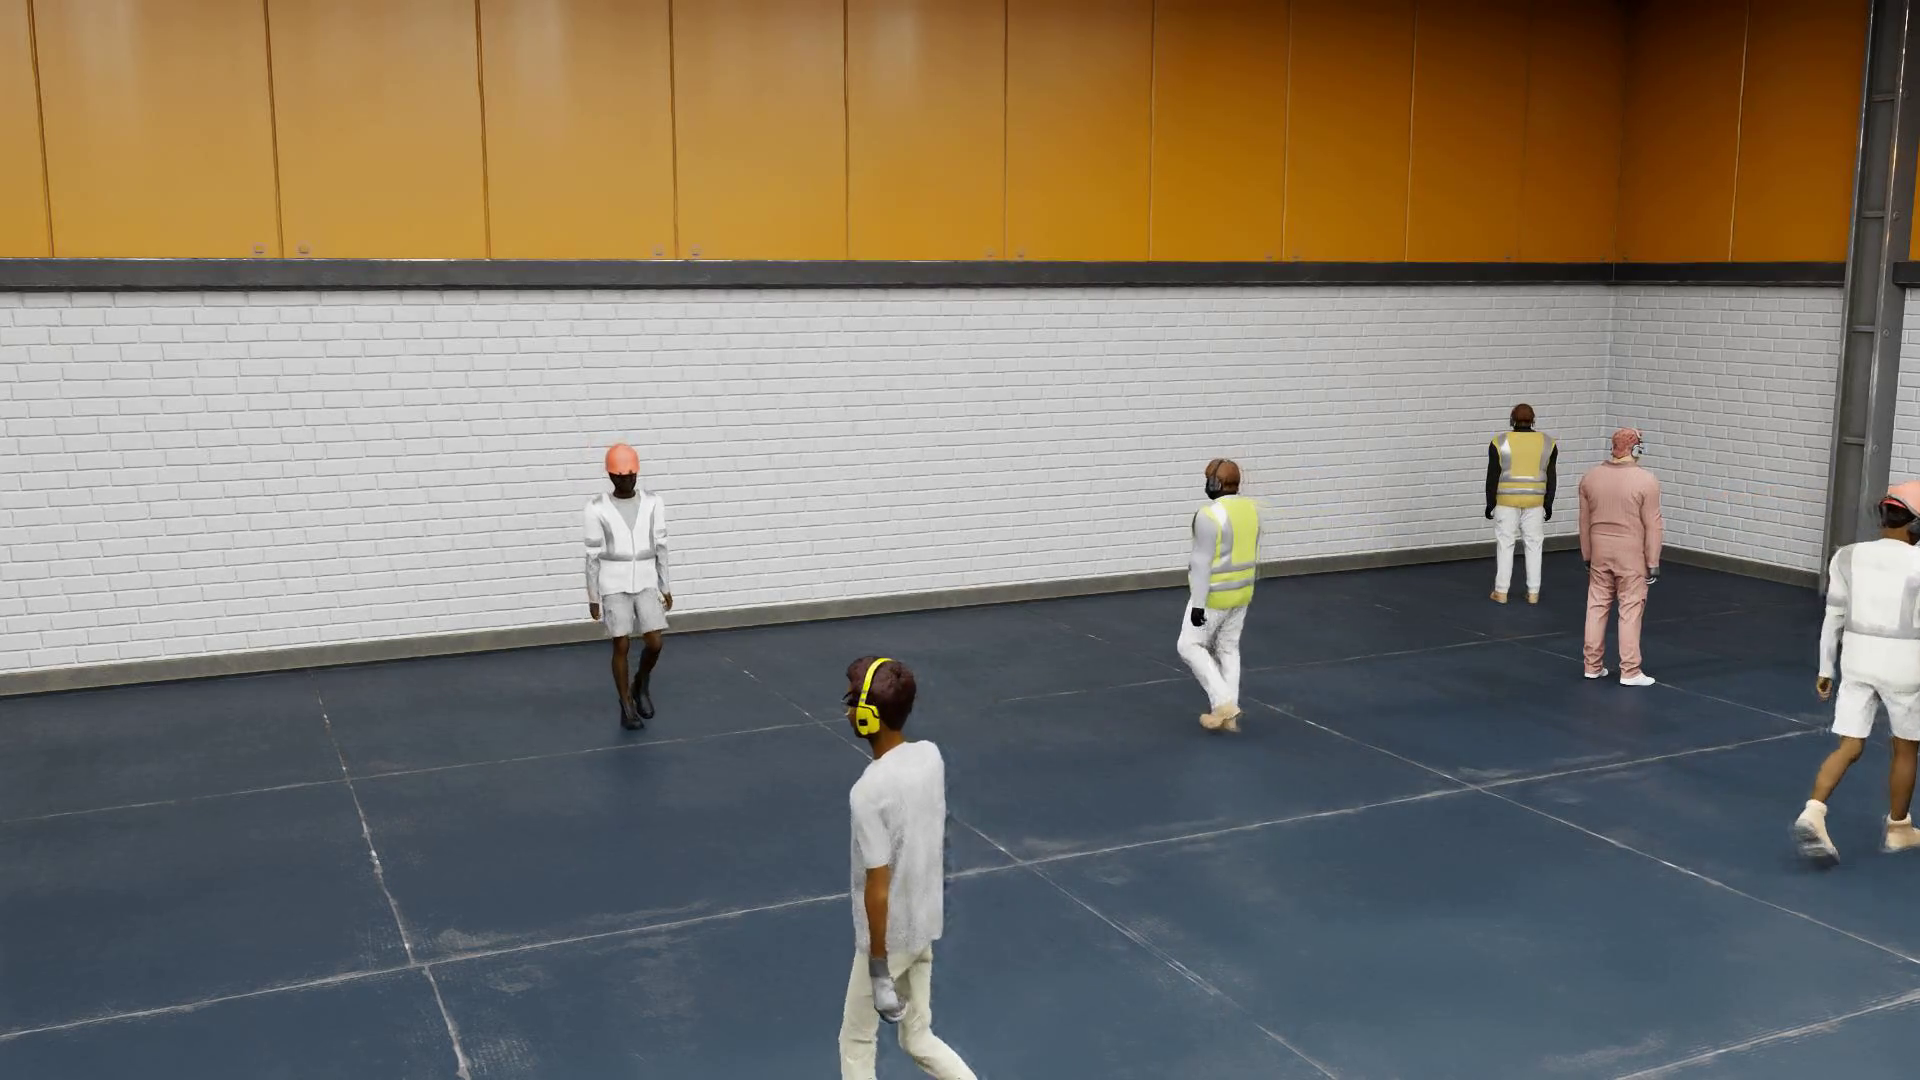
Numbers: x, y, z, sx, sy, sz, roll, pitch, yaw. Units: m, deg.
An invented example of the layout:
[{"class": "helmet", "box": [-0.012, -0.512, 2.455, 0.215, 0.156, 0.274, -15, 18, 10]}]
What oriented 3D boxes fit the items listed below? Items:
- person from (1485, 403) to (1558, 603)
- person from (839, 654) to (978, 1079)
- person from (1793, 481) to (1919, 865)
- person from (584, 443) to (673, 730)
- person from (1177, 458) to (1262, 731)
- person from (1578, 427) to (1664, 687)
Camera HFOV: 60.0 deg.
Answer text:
[{"class": "person", "box": [5.133, -0.336, 15.275, 0.634, 1.839, 0.429, 1, 9, 4]}, {"class": "person", "box": [-0.143, 1.273, 5.296, 0.751, 1.848, 0.518, 6, 11, 32]}, {"class": "person", "box": [4.688, 0.684, 8.511, 0.884, 1.999, 0.666, -7, 11, -36]}, {"class": "person", "box": [-2.180, 0.312, 10.995, 0.582, 1.921, 0.398, -4, 10, -26]}, {"class": "person", "box": [1.706, 0.372, 10.923, 0.648, 1.824, 0.451, -9, 13, -44]}, {"class": "person", "box": [4.870, 0.122, 12.238, 0.410, 1.906, 0.642, -7, 11, -37]}]
